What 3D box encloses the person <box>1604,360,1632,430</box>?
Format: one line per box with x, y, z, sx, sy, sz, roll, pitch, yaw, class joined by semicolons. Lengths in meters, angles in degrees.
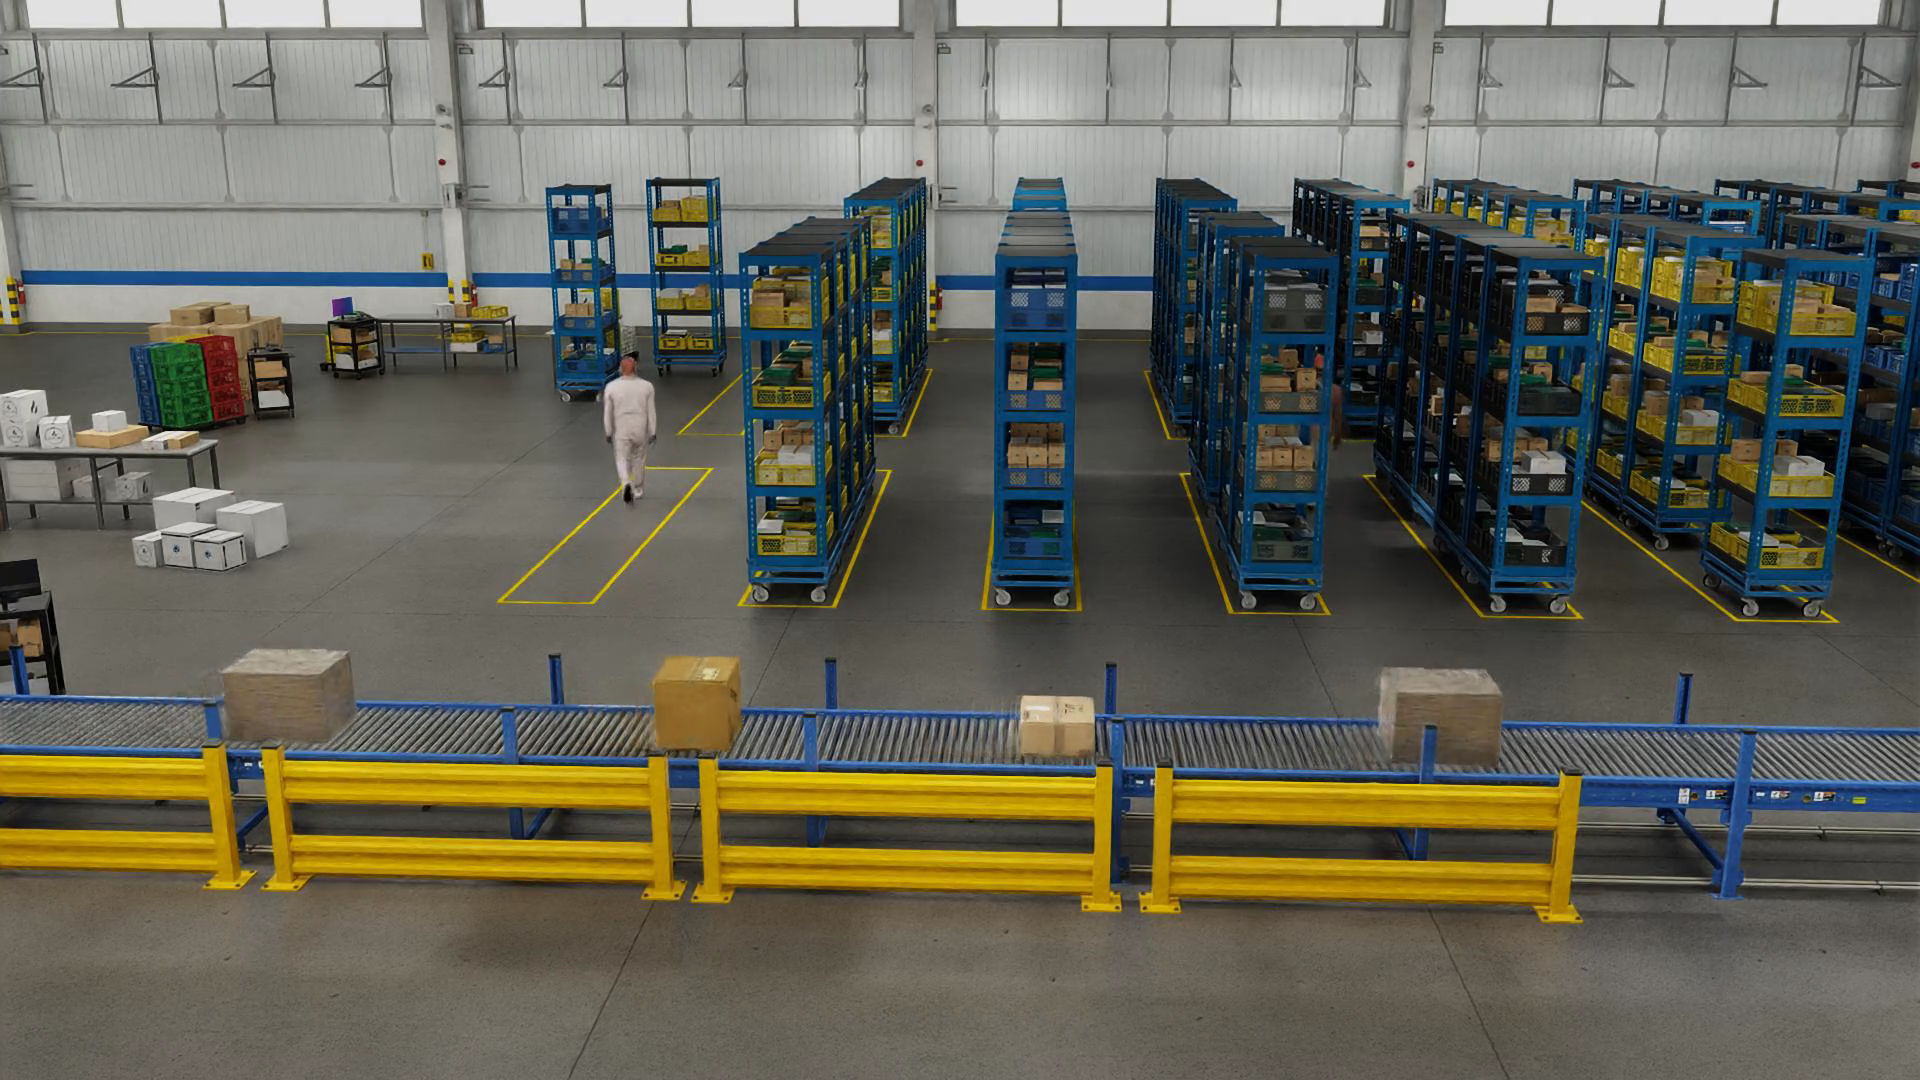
9.188;-1.903;23.167;0.874;1.813;0.579;2;15;8;person

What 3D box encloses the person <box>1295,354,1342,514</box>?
4.417;-1.342;20.773;0.617;1.969;0.679;-1;15;-3;person

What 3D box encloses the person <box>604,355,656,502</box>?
-4.192;-1.409;21.189;0.655;1.887;0.696;-4;16;-15;person
